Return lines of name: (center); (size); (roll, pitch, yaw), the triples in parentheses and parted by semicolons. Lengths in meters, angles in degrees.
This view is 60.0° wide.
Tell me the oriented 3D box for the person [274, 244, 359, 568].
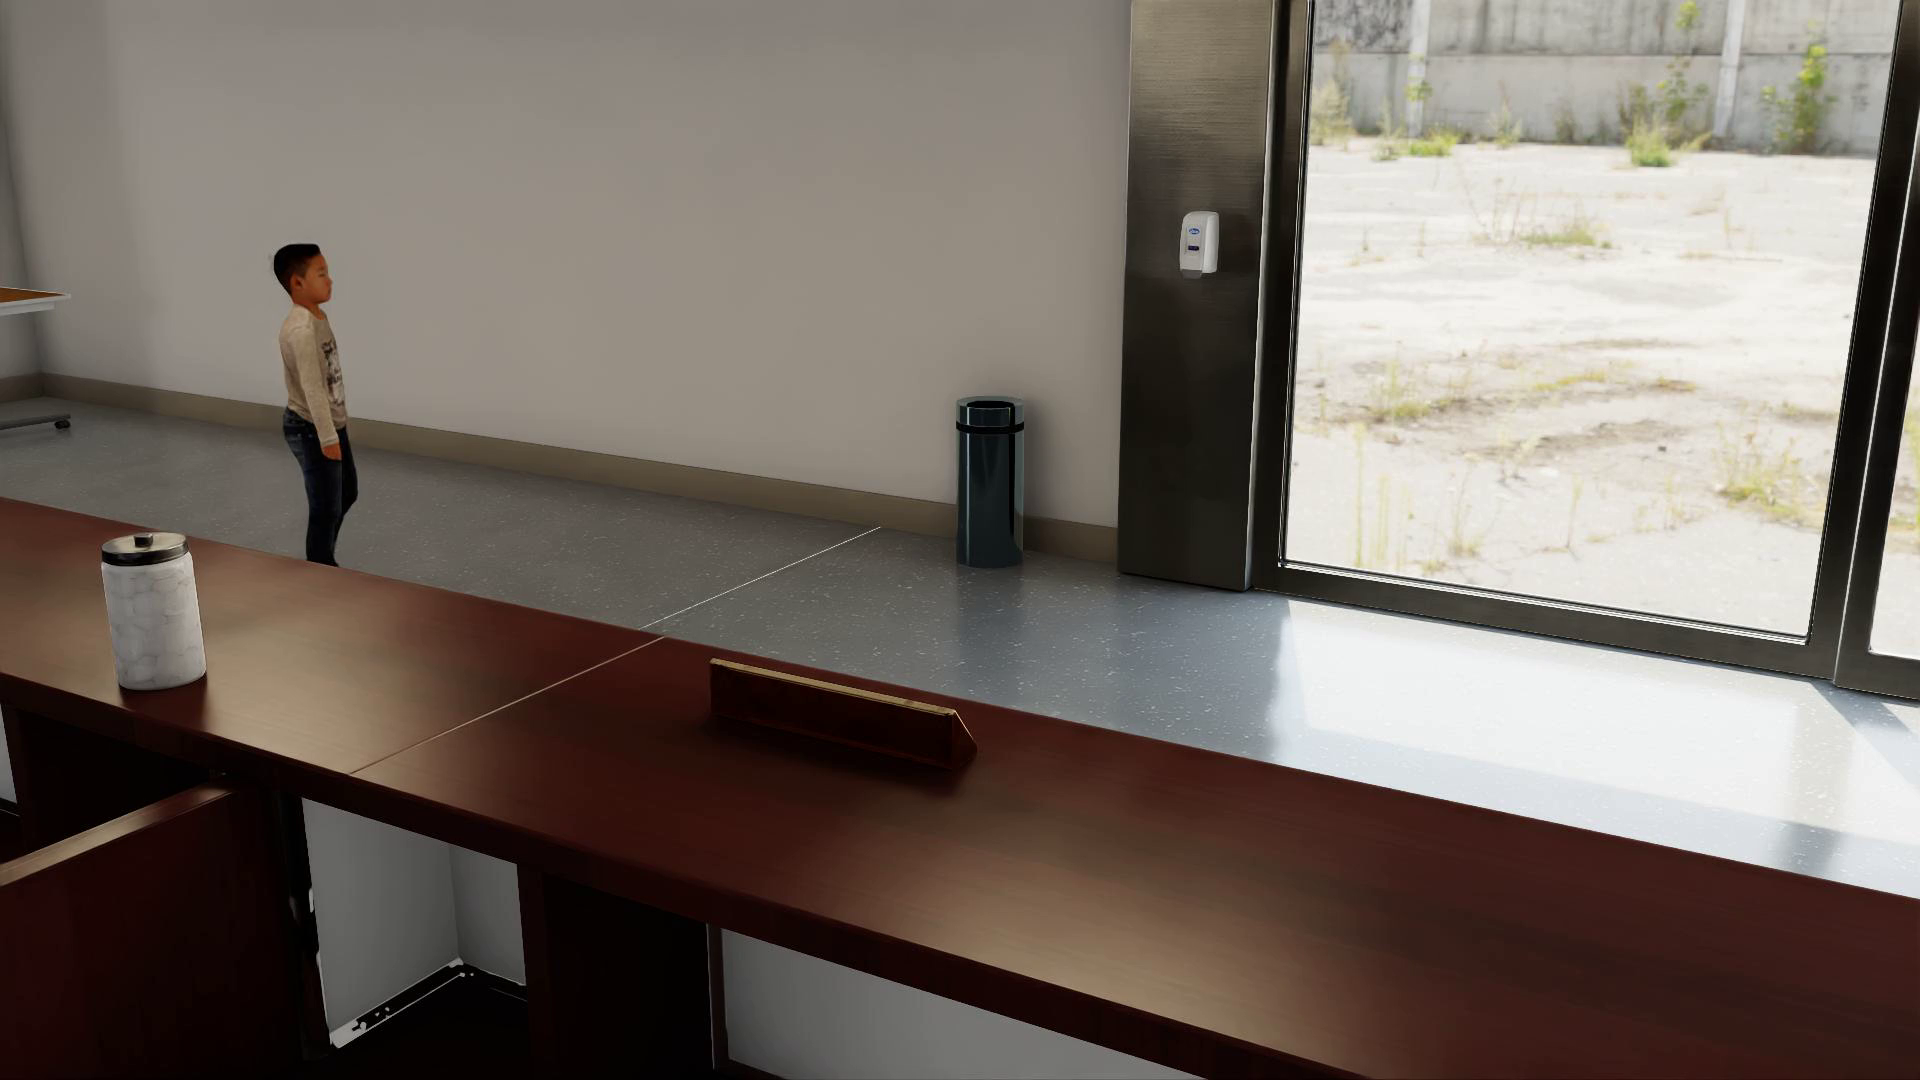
person: (-2.587, -0.428, 6.658); (0.728, 1.415, 0.660); (-3, 16, -11)
